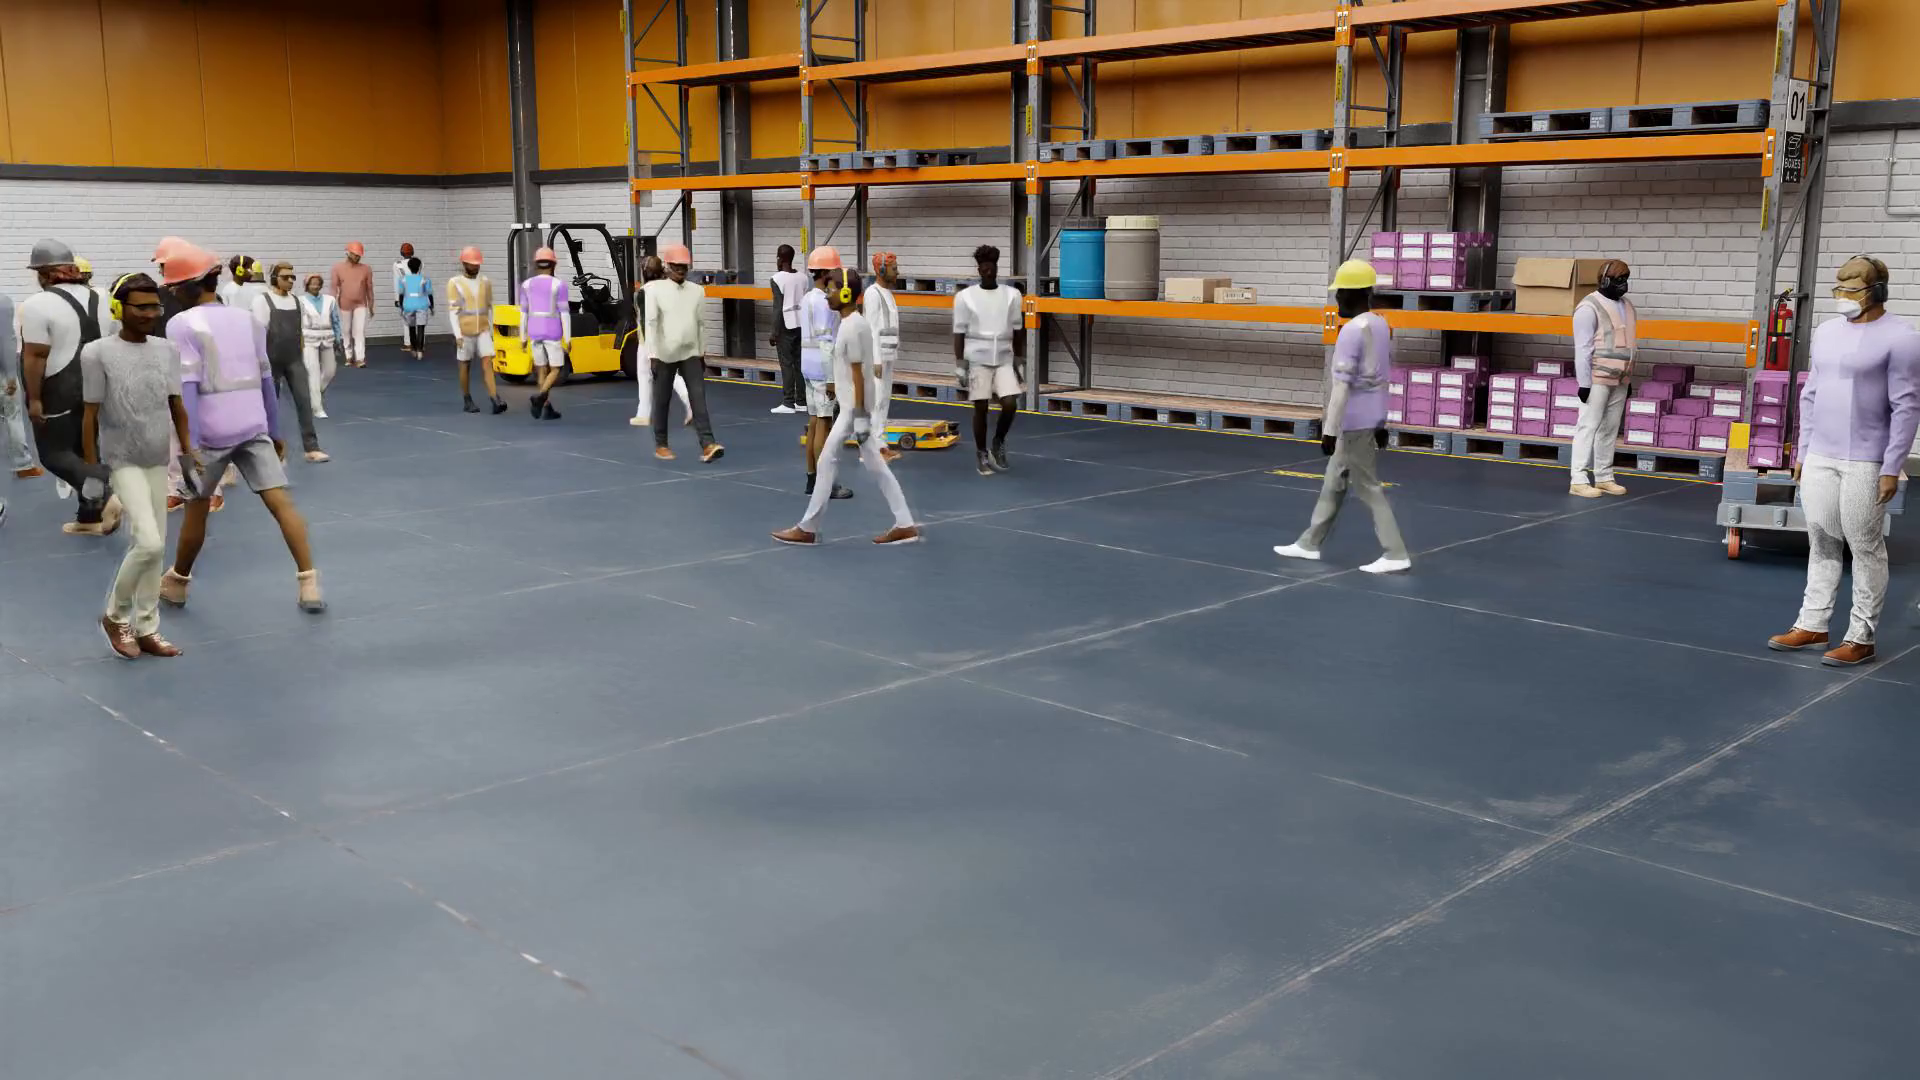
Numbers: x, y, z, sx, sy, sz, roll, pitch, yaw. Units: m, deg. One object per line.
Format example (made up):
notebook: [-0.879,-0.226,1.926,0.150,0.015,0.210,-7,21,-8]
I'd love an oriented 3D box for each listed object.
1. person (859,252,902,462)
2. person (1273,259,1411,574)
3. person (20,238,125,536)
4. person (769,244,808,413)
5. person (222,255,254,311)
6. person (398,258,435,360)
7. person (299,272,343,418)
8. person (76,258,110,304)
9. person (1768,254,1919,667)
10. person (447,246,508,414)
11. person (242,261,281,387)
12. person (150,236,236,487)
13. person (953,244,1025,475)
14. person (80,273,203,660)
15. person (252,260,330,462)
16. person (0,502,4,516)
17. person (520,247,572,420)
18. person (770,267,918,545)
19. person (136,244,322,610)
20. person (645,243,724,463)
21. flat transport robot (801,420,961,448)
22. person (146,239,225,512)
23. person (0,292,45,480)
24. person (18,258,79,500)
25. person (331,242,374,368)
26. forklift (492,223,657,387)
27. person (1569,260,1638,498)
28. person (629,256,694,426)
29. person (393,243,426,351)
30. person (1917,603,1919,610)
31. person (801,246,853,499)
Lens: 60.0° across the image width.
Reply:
person: [-0.707,-1.634,14.921,0.340,1.876,0.575,3,11,14]
person: [2.362,-0.746,10.063,0.910,1.882,0.606,6,12,30]
person: [-5.833,-0.998,10.984,0.708,2.000,0.694,3,11,16]
person: [-1.941,-2.407,19.003,0.373,1.916,0.596,7,12,32]
person: [-7.643,-2.054,17.344,0.796,1.833,0.568,-4,11,-19]
person: [-8.890,-3.785,27.241,0.551,1.642,0.879,-2,11,-8]
person: [-7.209,-2.180,18.581,0.533,1.618,0.549,-10,14,-44]
person: [-9.753,-2.255,18.590,0.532,1.768,0.311,-2,11,-13]
person: [4.206,-0.372,7.865,0.373,1.935,0.628,-3,11,-18]
person: [-5.451,-2.351,18.760,0.564,1.885,0.967,-8,13,-38]
person: [-9.140,-2.768,21.572,0.489,1.697,0.904,-1,10,-4]
person: [-6.158,-1.415,13.380,0.559,2.016,0.660,-2,11,-13]
person: [0.260,-1.509,14.030,0.638,1.940,0.436,-3,11,-14]
person: [-3.885,-0.337,7.912,0.409,1.848,0.505,4,11,23]
person: [-6.097,-1.604,14.945,0.895,1.804,0.529,9,13,39]
person: [-6.723,-0.828,10.927,0.527,1.736,0.807,1,10,3]
person: [-4.536,-2.221,18.055,0.596,1.904,0.685,2,11,12]
person: [-0.723,-0.855,10.816,0.974,1.818,0.542,1,10,4]
person: [-3.953,-0.588,8.938,1.098,1.956,0.709,5,11,24]
person: [-2.484,-1.649,14.800,0.655,1.942,1.006,-7,12,-33]
flat transport robot: [-0.753,-1.036,16.025,1.431,0.197,0.652,2,11,10]
person: [-5.657,-1.189,12.150,0.613,1.995,0.391,0,10,-1]
person: [-7.905,-1.378,13.454,0.647,1.905,0.939,1,10,5]
person: [-6.548,-1.154,12.218,0.595,1.900,0.738,-6,12,-28]
person: [-9.362,-3.619,25.631,0.637,1.923,1.073,-4,11,-21]
forklift: [-5.316,-3.263,22.920,2.313,2.155,1.214,-10,14,-44]
person: [5.011,-1.245,12.915,0.618,1.836,0.430,-7,13,-34]
person: [-3.141,-2.098,17.626,0.815,1.815,0.622,7,12,33]
person: [-9.667,-4.268,29.247,0.576,1.885,0.355,-8,13,-38]
person: [5.314,-0.289,8.323,0.810,1.597,0.508,3,11,16]
person: [-1.042,-1.287,12.842,0.357,1.938,0.542,-3,11,-18]
